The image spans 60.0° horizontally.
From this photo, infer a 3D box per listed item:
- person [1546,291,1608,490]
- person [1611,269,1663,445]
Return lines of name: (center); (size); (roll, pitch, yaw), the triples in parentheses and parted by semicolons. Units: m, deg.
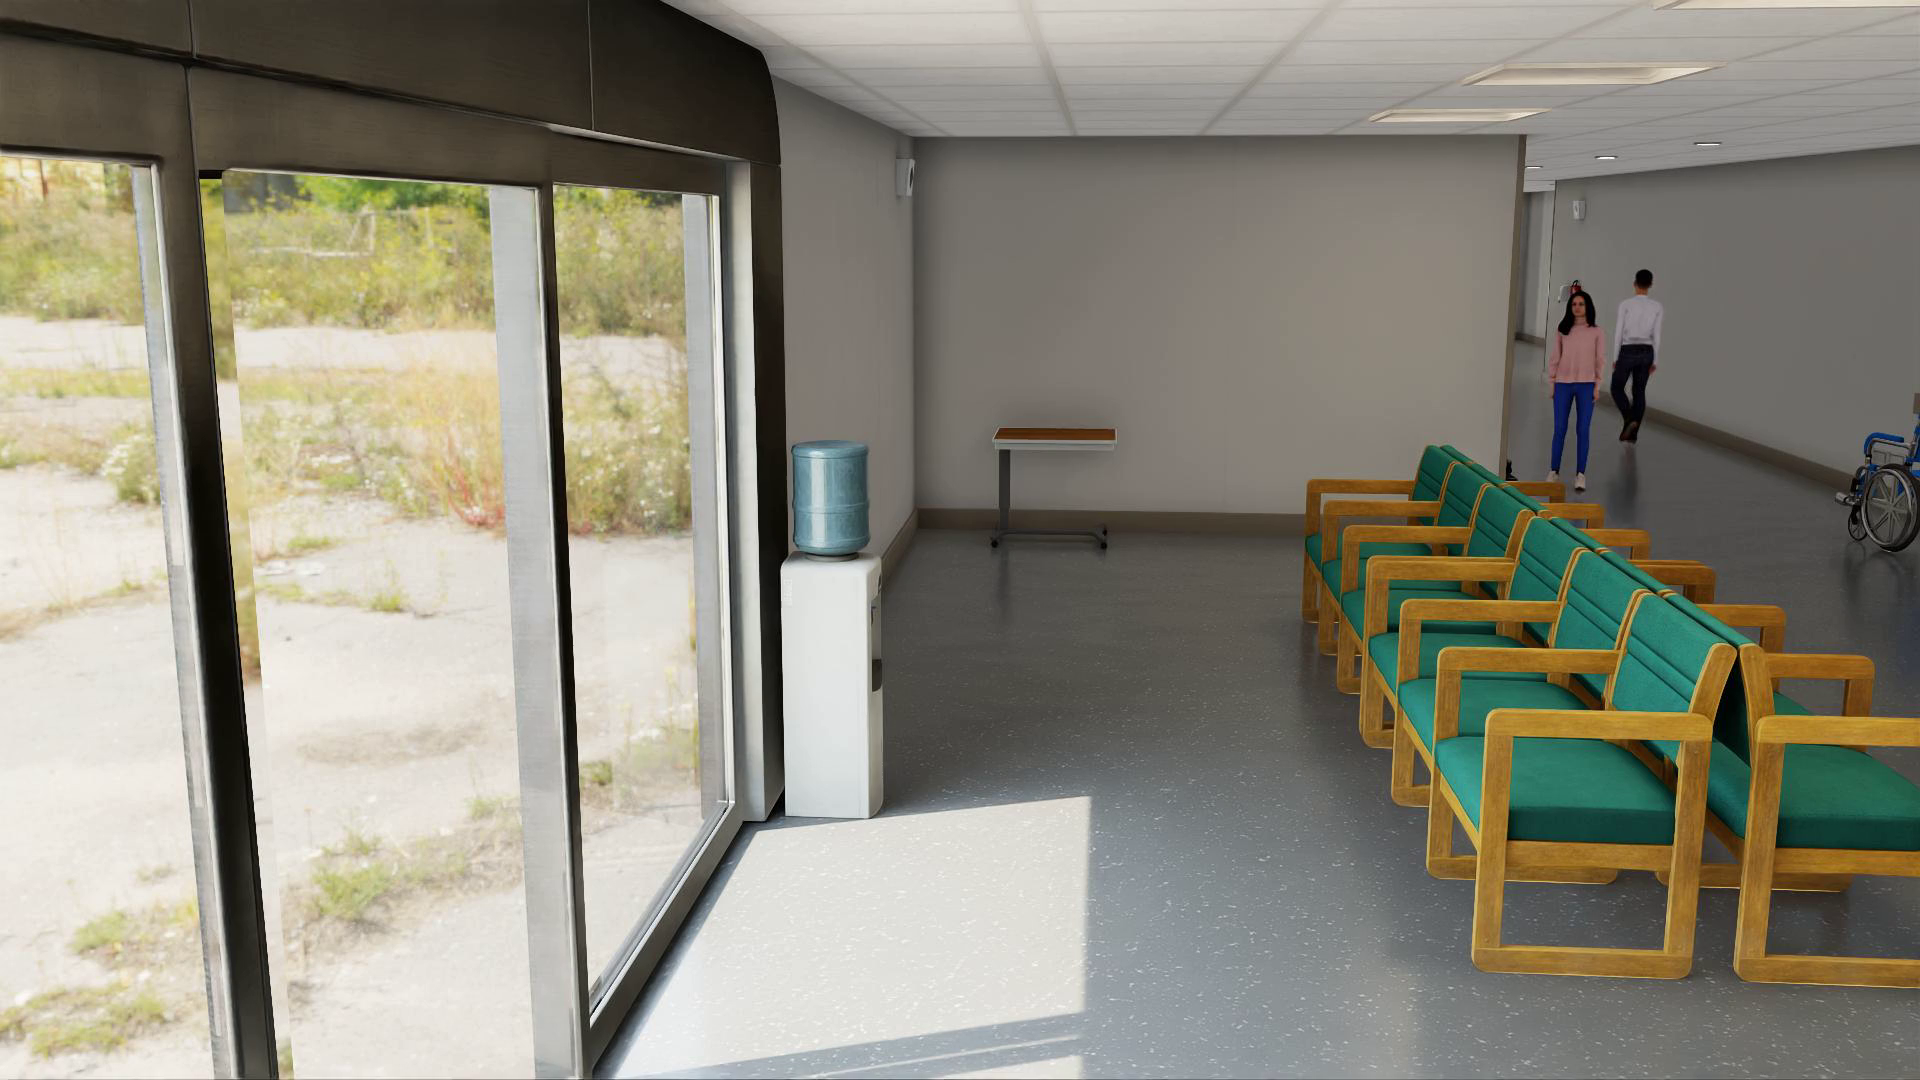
person: (5.517, -1.346, 14.911); (0.644, 1.769, 0.778); (7, 13, 31)
person: (7.179, -1.924, 17.640); (0.730, 1.847, 0.699); (2, 11, 8)
